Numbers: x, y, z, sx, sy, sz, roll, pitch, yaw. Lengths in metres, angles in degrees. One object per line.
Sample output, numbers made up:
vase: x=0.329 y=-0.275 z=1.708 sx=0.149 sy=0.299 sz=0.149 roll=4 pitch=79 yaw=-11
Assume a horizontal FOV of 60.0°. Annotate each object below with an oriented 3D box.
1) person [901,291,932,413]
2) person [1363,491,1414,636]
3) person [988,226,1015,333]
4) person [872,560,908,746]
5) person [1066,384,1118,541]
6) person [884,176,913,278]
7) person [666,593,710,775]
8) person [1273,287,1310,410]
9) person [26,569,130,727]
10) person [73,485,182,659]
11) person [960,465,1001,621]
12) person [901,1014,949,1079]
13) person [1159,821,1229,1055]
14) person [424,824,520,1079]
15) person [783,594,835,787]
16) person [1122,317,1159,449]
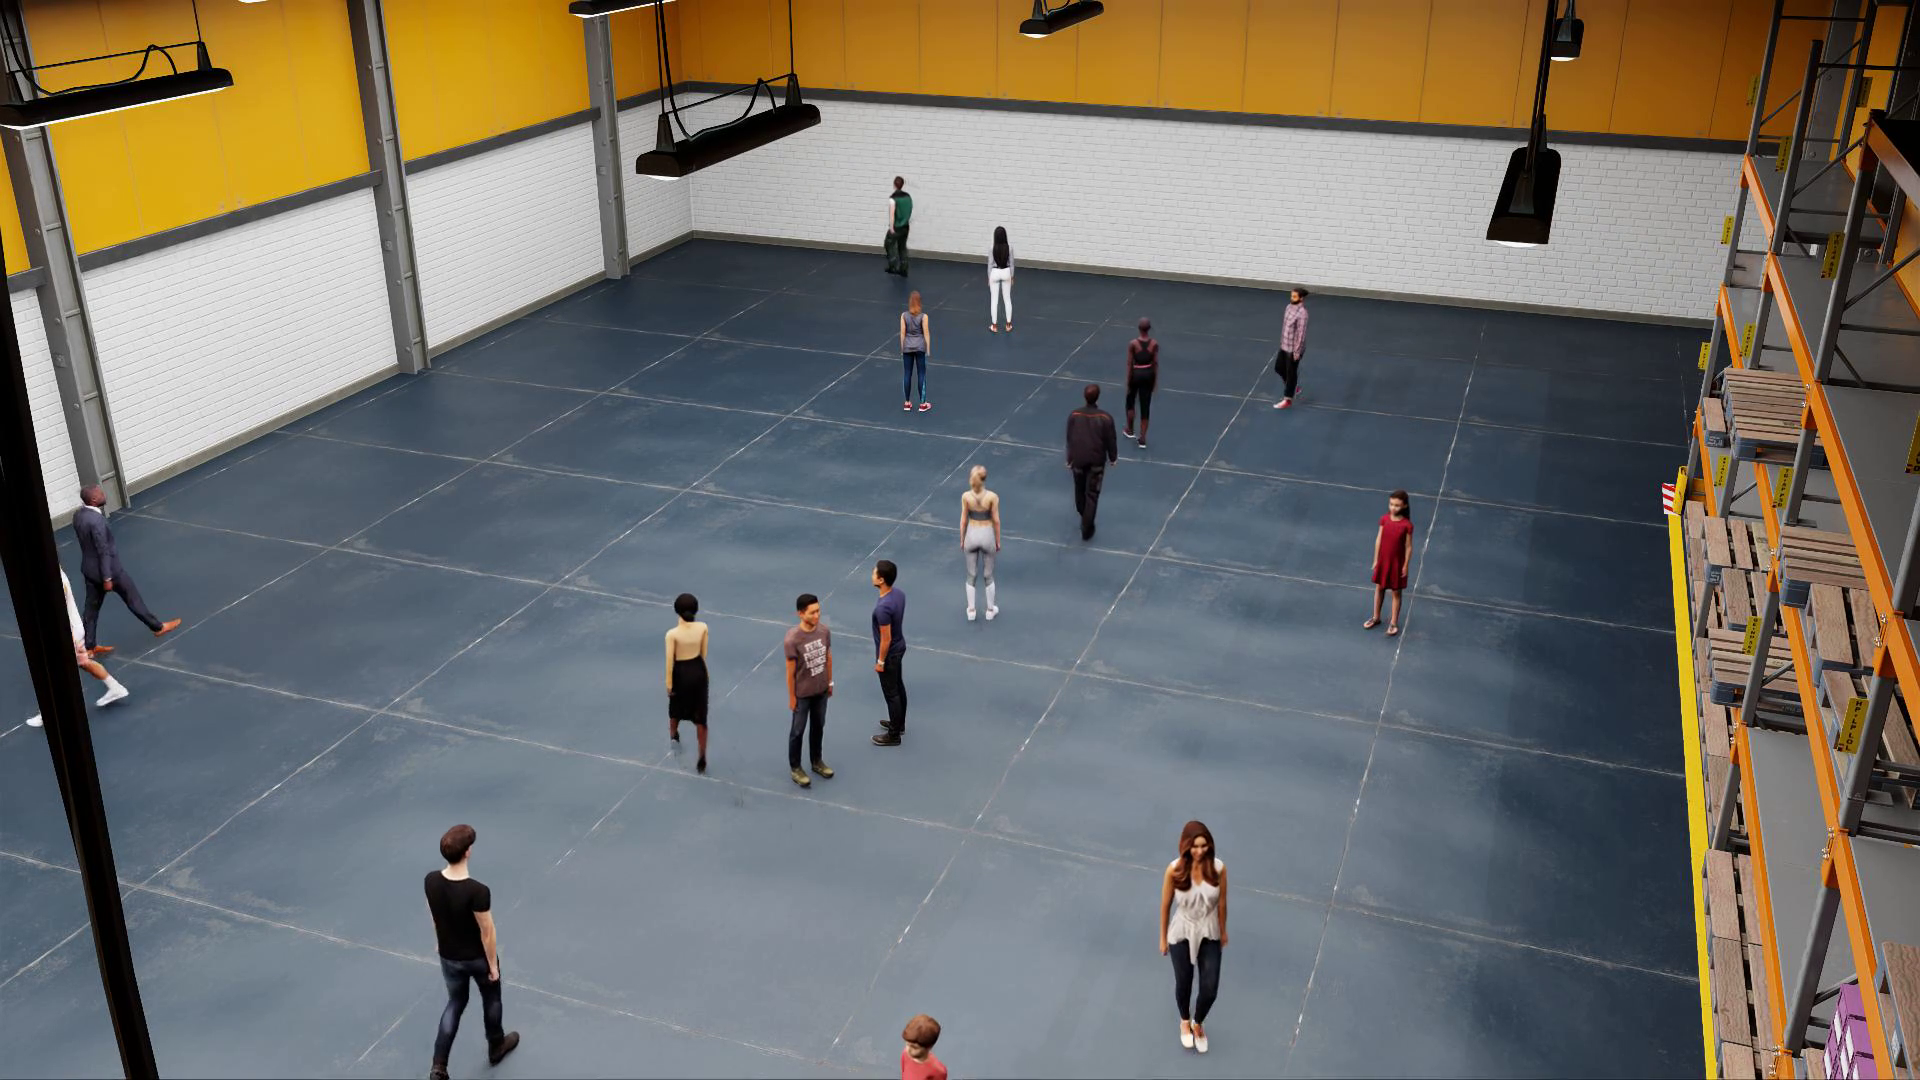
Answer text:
person: x=-0.639 y=-2.671 z=23.496 sx=0.597 sy=1.721 sz=0.569 roll=5 pitch=24 yaw=11
person: x=4.459 y=0.205 z=17.127 sx=0.613 sy=1.553 sz=0.672 roll=16 pitch=28 yaw=32
person: x=0.663 y=-4.268 z=27.145 sx=0.671 sy=1.723 sz=0.670 roll=-3 pitch=24 yaw=-7
person: x=-0.625 y=1.004 z=14.999 sx=0.725 sy=1.793 sz=0.495 roll=6 pitch=24 yaw=13
person: x=1.475 y=-0.875 z=19.285 sx=0.762 sy=1.802 sz=1.068 roll=7 pitch=25 yaw=15
person: x=-1.069 y=-5.683 z=30.251 sx=0.814 sy=1.829 sz=0.877 roll=-19 pitch=30 yaw=-37
person: x=-2.328 y=1.288 z=14.571 sx=0.978 sy=1.615 sz=1.019 roll=-12 pitch=26 yaw=-25
person: x=4.766 y=-2.756 z=23.650 sx=0.977 sy=1.753 sz=0.903 roll=-7 pitch=25 yaw=-16
person: x=-8.212 y=0.842 z=15.426 sx=1.177 sy=1.747 sz=1.095 roll=-11 pitch=26 yaw=-24
person: x=-8.589 y=0.347 z=16.522 sx=1.012 sy=1.776 sz=1.289 roll=20 pitch=30 yaw=38
person: x=0.206 y=0.024 z=17.352 sx=0.617 sy=1.704 sz=0.579 roll=2 pitch=24 yaw=5
person: x=-0.176 y=3.419 z=9.953 sx=0.589 sy=1.410 sz=0.623 roll=17 pitch=29 yaw=34
person: x=1.577 y=2.635 z=11.288 sx=0.713 sy=1.776 sz=0.705 roll=0 pitch=24 yaw=0
person: x=-3.286 y=2.766 z=10.871 sx=0.736 sy=1.870 sz=1.094 roll=6 pitch=24 yaw=14
person: x=-1.326 y=1.270 z=14.407 sx=0.652 sy=1.780 sz=0.766 roll=-19 pitch=30 yaw=-36
person: x=2.426 y=-2.072 z=22.103 sx=0.828 sy=1.739 sz=0.972 roll=-3 pitch=24 yaw=-6
